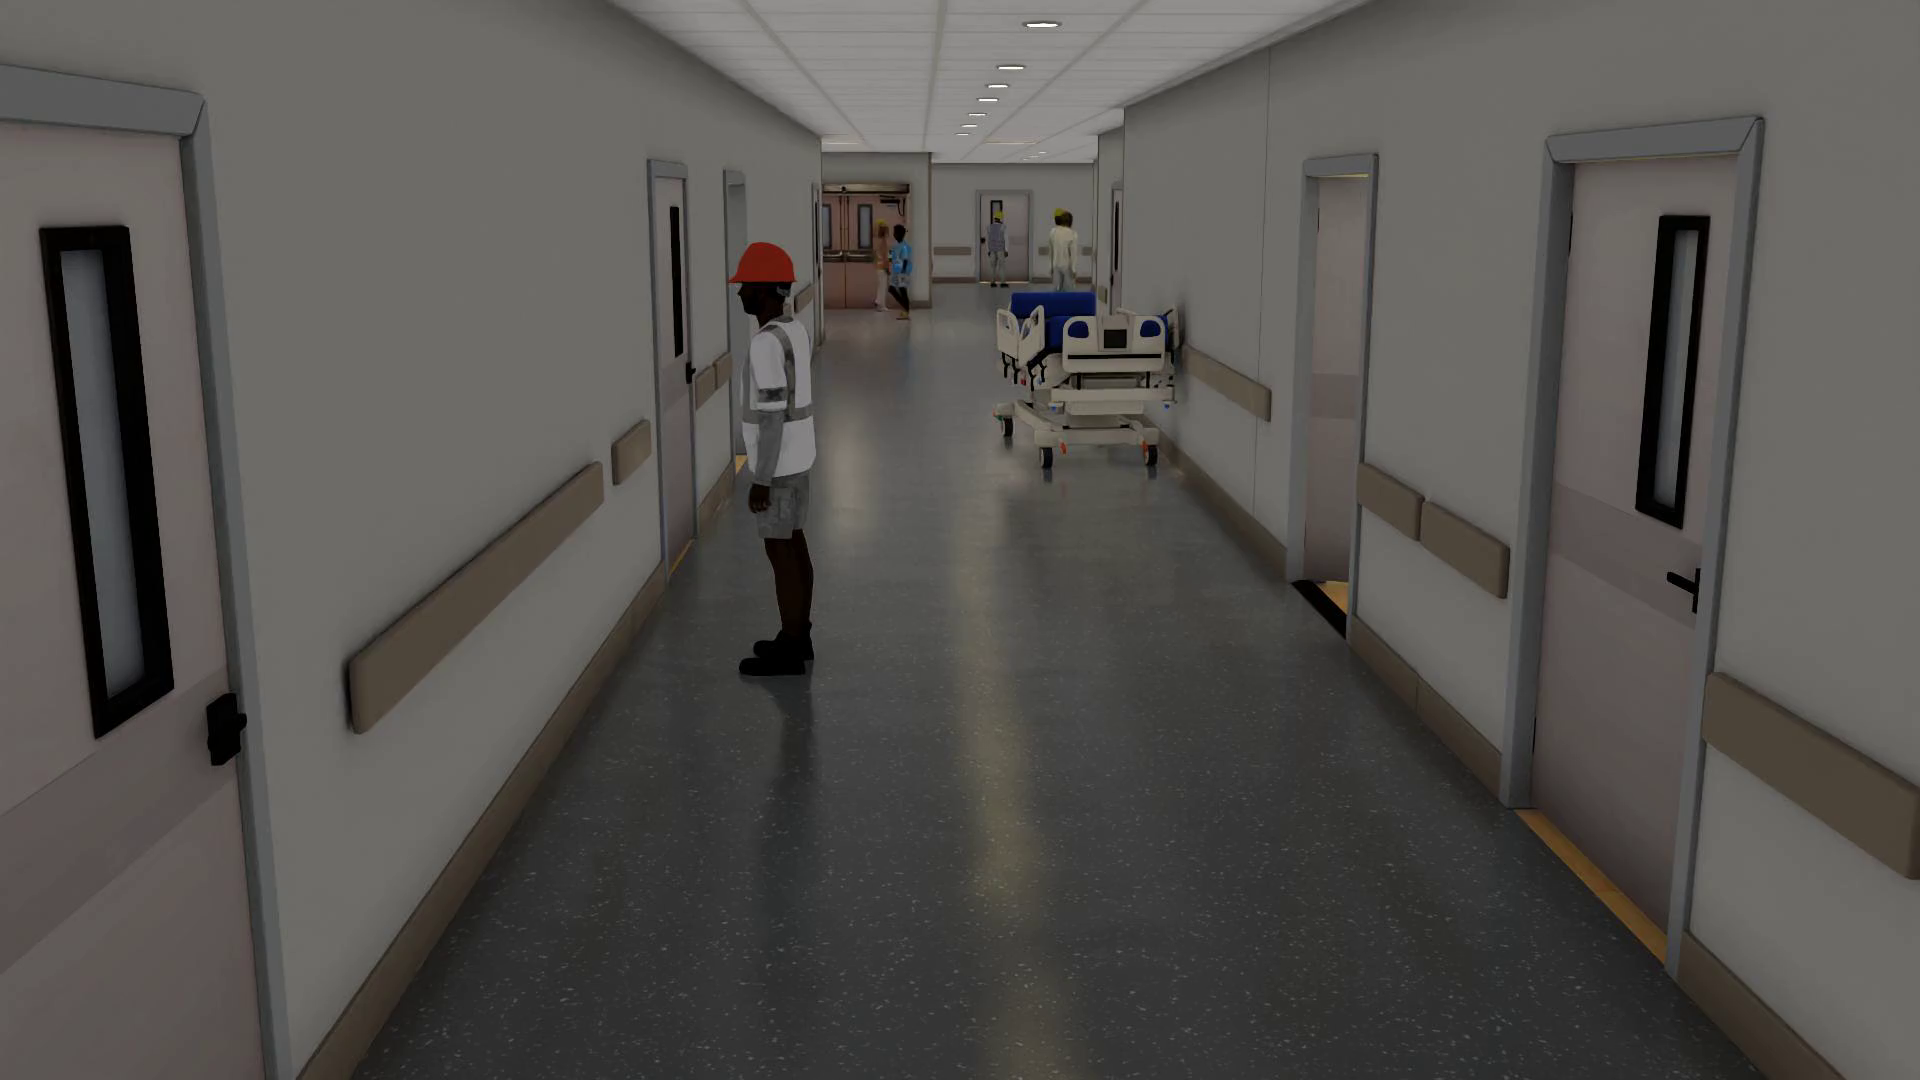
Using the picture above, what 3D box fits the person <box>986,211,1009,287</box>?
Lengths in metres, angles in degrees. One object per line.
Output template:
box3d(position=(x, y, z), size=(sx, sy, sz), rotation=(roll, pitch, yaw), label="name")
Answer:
box3d(position=(0.925, -7.055, 40.375), size=(0.591, 1.834, 0.404), rotation=(7, 13, 29), label="person")

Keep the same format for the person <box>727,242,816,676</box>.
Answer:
box3d(position=(-0.841, -0.352, 7.467), size=(0.370, 1.939, 0.543), rotation=(2, 12, 10), label="person")

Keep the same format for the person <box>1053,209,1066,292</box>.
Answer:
box3d(position=(2.213, -6.296, 36.488), size=(0.402, 1.918, 0.581), rotation=(-3, 12, -13), label="person")

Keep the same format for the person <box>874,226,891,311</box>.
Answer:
box3d(position=(-1.429, -5.152, 31.605), size=(0.376, 1.623, 0.526), rotation=(-1, 12, -3), label="person")

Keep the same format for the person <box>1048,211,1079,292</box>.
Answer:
box3d(position=(1.741, -4.682, 28.600), size=(0.629, 1.924, 0.710), rotation=(9, 14, 37), label="person")

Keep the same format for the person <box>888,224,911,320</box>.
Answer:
box3d(position=(-1.061, -4.743, 29.467), size=(0.366, 1.681, 0.550), rotation=(-6, 13, -26), label="person")
